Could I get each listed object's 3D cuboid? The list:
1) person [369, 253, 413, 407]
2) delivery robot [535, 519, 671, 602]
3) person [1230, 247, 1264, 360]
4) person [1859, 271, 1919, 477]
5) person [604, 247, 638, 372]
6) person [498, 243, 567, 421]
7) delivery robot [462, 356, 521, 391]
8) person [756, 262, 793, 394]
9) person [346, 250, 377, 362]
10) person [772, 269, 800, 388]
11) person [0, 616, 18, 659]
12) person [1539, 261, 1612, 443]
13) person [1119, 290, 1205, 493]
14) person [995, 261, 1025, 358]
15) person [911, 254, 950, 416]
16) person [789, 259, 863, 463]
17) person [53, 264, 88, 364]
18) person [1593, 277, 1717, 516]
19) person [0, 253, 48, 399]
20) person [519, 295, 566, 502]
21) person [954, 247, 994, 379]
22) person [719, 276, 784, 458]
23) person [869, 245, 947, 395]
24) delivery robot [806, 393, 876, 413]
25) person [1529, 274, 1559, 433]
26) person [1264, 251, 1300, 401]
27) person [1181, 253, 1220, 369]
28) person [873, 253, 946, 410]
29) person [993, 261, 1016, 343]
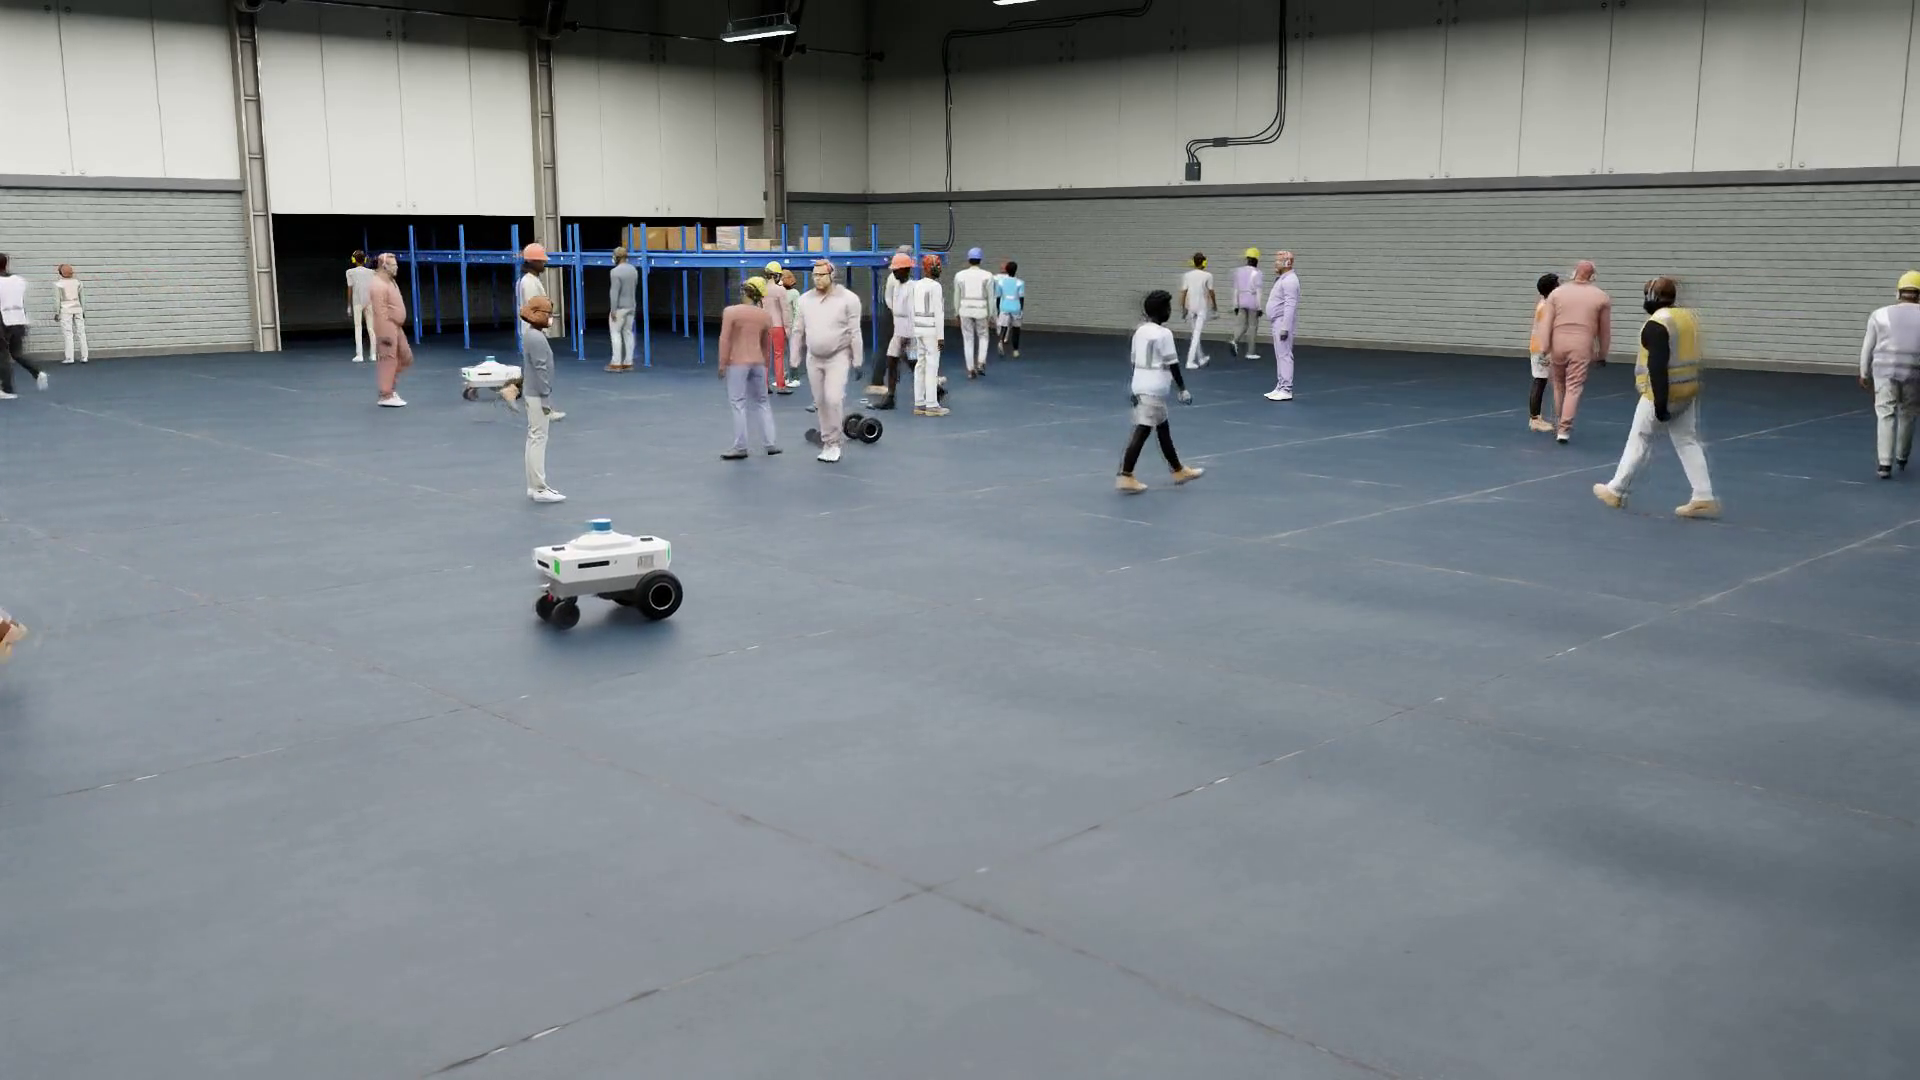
[{"bbox_3d":[-7.032,-2.595,20.575,0.436,1.890,0.684,-1,10,-6],"label":"person"},{"bbox_3d":[-1.985,0.126,9.258,0.707,0.478,0.477,-7,13,-33],"label":"delivery robot"},{"bbox_3d":[4.907,-4.027,28.345,0.545,1.908,0.599,-9,14,-40],"label":"person"},{"bbox_3d":[8.330,-1.478,14.766,0.610,1.781,0.915,5,12,26],"label":"person"},{"bbox_3d":[-5.283,-3.600,25.961,0.434,1.935,0.646,5,12,25],"label":"person"},{"bbox_3d":[-4.907,-2.368,18.987,0.657,2.026,0.613,-2,11,-12],"label":"person"},{"bbox_3d":[-6.101,-2.148,21.653,0.707,0.478,0.477,-6,12,-28],"label":"delivery robot"},{"bbox_3d":[-2.489,-2.831,22.238,0.524,1.760,0.328,6,12,30],"label":"person"},{"bbox_3d":[-10.081,-3.944,28.036,0.514,1.865,0.313,-9,13,-39],"label":"person"},{"bbox_3d":[-2.421,-2.964,23.300,0.278,1.634,0.498,-10,14,-44],"label":"person"},{"bbox_3d":[-4.836,-0.282,7.744,0.639,1.970,0.438,8,13,36],"label":"person"},{"bbox_3d":[6.366,-1.944,17.205,0.656,1.831,1.002,5,12,27],"label":"person"},{"bbox_3d":[1.688,-1.223,13.738,0.859,1.653,0.539,-3,11,-14],"label":"person"},{"bbox_3d":[0.853,-3.973,28.722,0.537,1.672,0.744,2,11,13],"label":"person"},{"bbox_3d":[-0.362,-2.420,19.653,0.337,1.882,0.584,-6,12,-32],"label":"person"},{"bbox_3d":[-1.285,-1.655,15.469,0.683,1.880,0.726,4,11,20],"label":"person"},{"bbox_3d":[-14.698,-3.734,27.478,0.312,1.642,0.512,7,13,35],"label":"person"},{"bbox_3d":[5.348,-1.091,12.662,0.652,1.784,0.977,-9,14,-40],"label":"person"},{"bbox_3d":[-12.362,-2.800,21.687,0.651,1.898,0.605,2,11,12],"label":"person"},{"bbox_3d":[-3.361,-1.135,13.327,0.279,1.633,0.499,-4,11,-22],"label":"person"},{"bbox_3d":[0.212,-3.372,24.730,0.608,1.931,0.446,1,10,5],"label":"person"},{"bbox_3d":[-1.995,-1.638,15.853,0.630,1.720,0.354,-7,13,-35],"label":"person"},{"bbox_3d":[-0.725,-2.943,22.194,1.064,2.000,0.692,0,10,-1],"label":"person"},{"bbox_3d":[-1.228,-1.447,17.124,0.698,0.223,0.335,-5,11,-24],"label":"delivery robot"},{"bbox_3d":[6.336,-2.028,18.018,0.318,1.700,0.535,3,11,16],"label":"person"},{"bbox_3d":[4.148,-2.766,21.462,0.409,1.913,0.651,0,10,3],"label":"person"},{"bbox_3d":[3.878,-3.671,26.638,0.519,1.826,0.954,8,13,39],"label":"person"},{"bbox_3d":[-0.609,-2.557,20.376,0.875,1.909,0.553,-7,12,-32],"label":"person"},{"bbox_3d":[0.841,-4.633,32.470,0.516,1.615,0.777,-1,10,-3],"label":"person"}]
